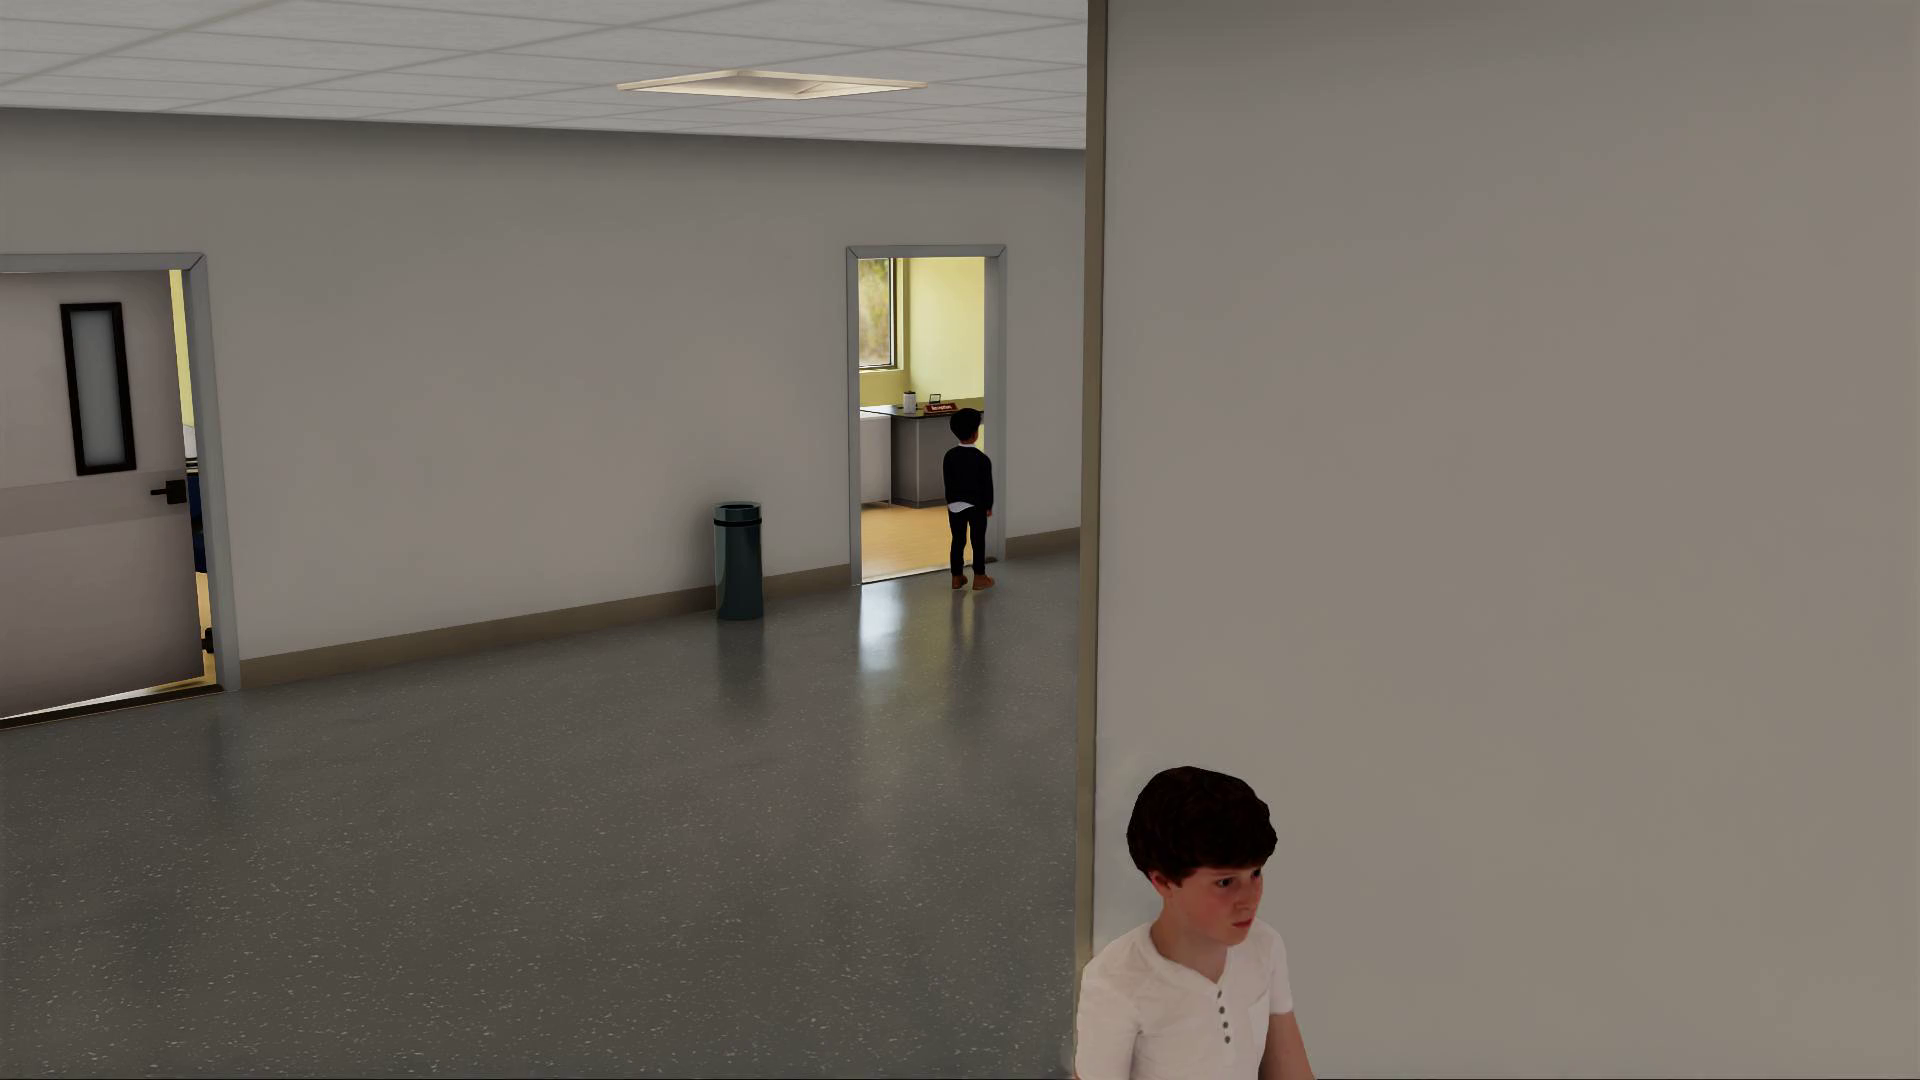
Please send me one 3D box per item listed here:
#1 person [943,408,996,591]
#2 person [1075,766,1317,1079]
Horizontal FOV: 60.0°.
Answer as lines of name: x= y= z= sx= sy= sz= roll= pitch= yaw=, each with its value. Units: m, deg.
person: x=0.055 y=-0.279 z=11.186 sx=0.583 sy=1.227 sz=0.615 roll=5 pitch=12 yaw=24
person: x=0.298 y=1.150 z=2.753 sx=1.060 sy=1.603 sz=0.633 roll=-9 pitch=14 yaw=-41
